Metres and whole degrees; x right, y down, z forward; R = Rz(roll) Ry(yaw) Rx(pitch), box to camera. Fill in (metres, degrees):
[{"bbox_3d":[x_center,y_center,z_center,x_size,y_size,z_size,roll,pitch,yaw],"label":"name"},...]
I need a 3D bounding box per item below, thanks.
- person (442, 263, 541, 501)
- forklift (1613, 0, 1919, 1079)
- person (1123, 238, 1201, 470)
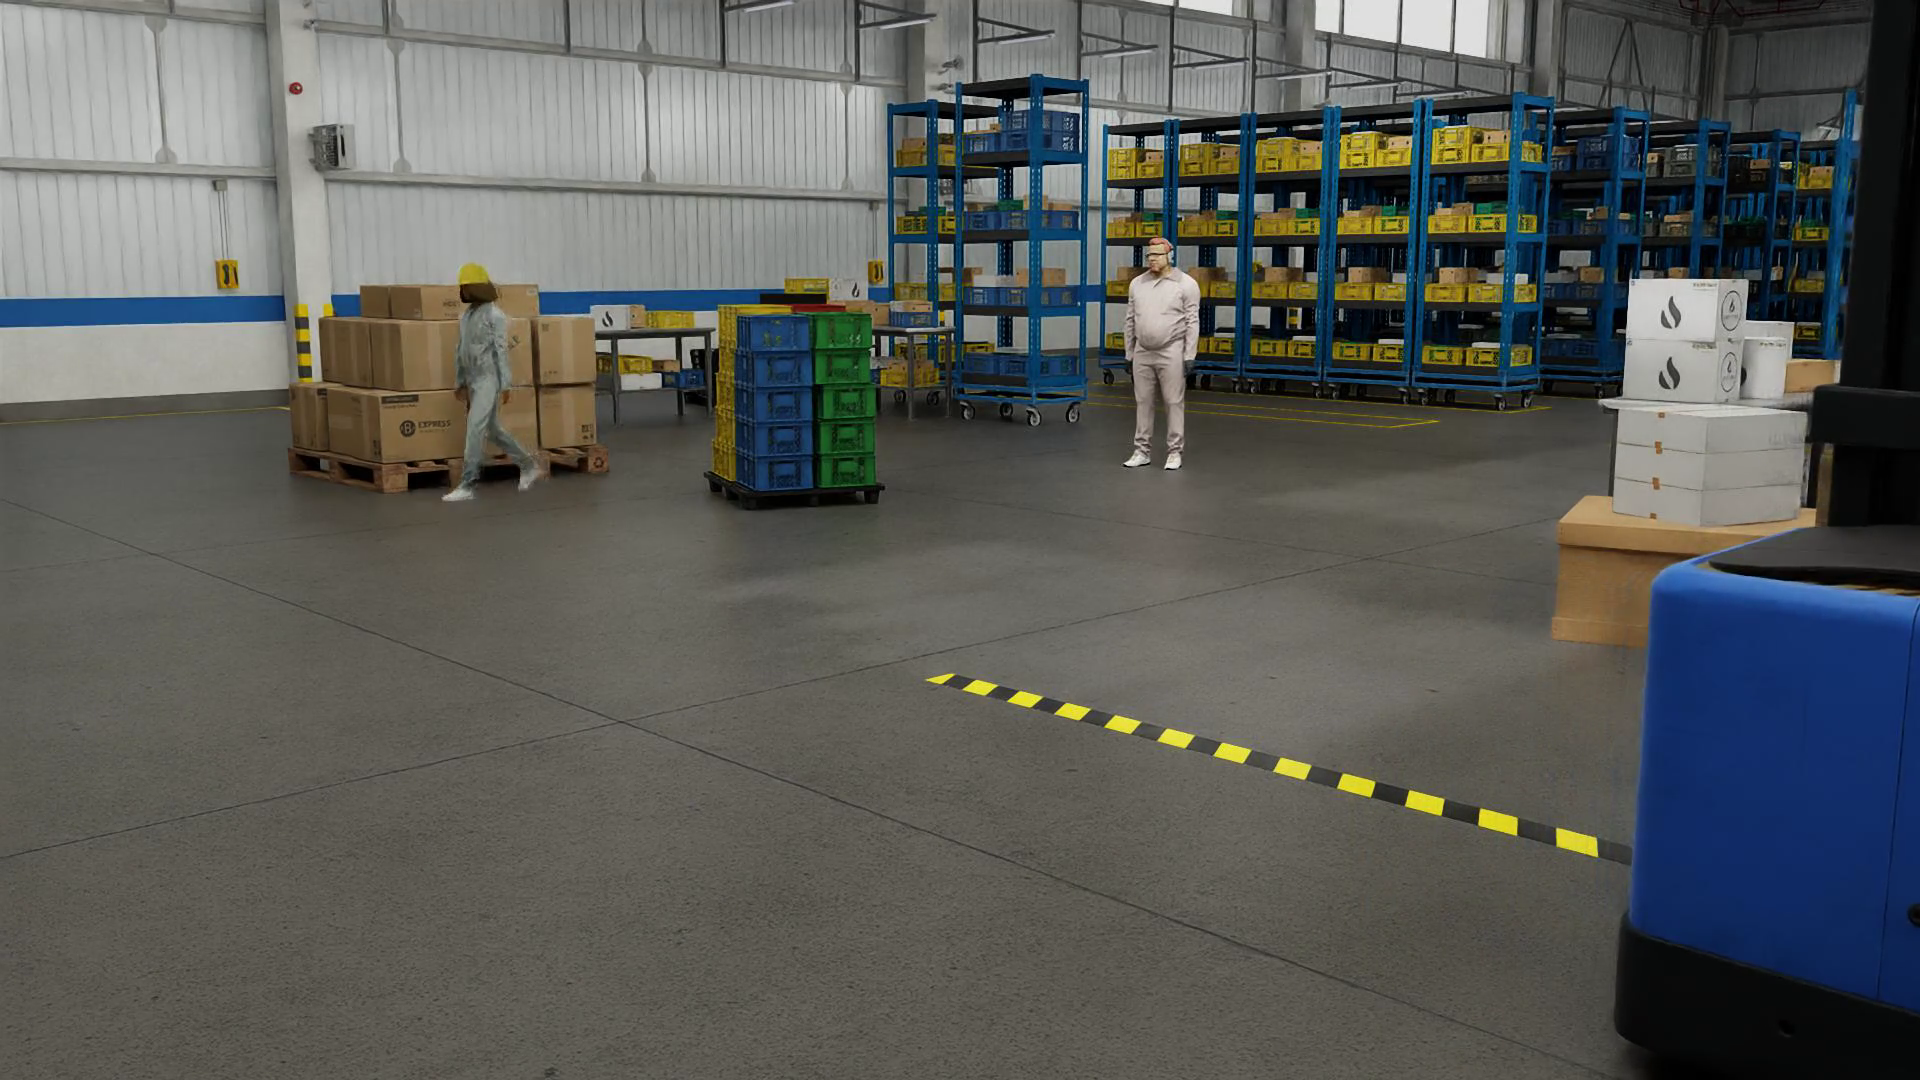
[{"bbox_3d":[-3.435,-1.163,12.121,0.491,1.704,0.841,8,12,40],"label":"person"},{"bbox_3d":[2.382,-0.327,3.578,1.873,2.768,1.129,-9,13,-44],"label":"forklift"},{"bbox_3d":[1.639,-1.529,13.730,0.649,1.906,0.401,6,11,31],"label":"person"}]
